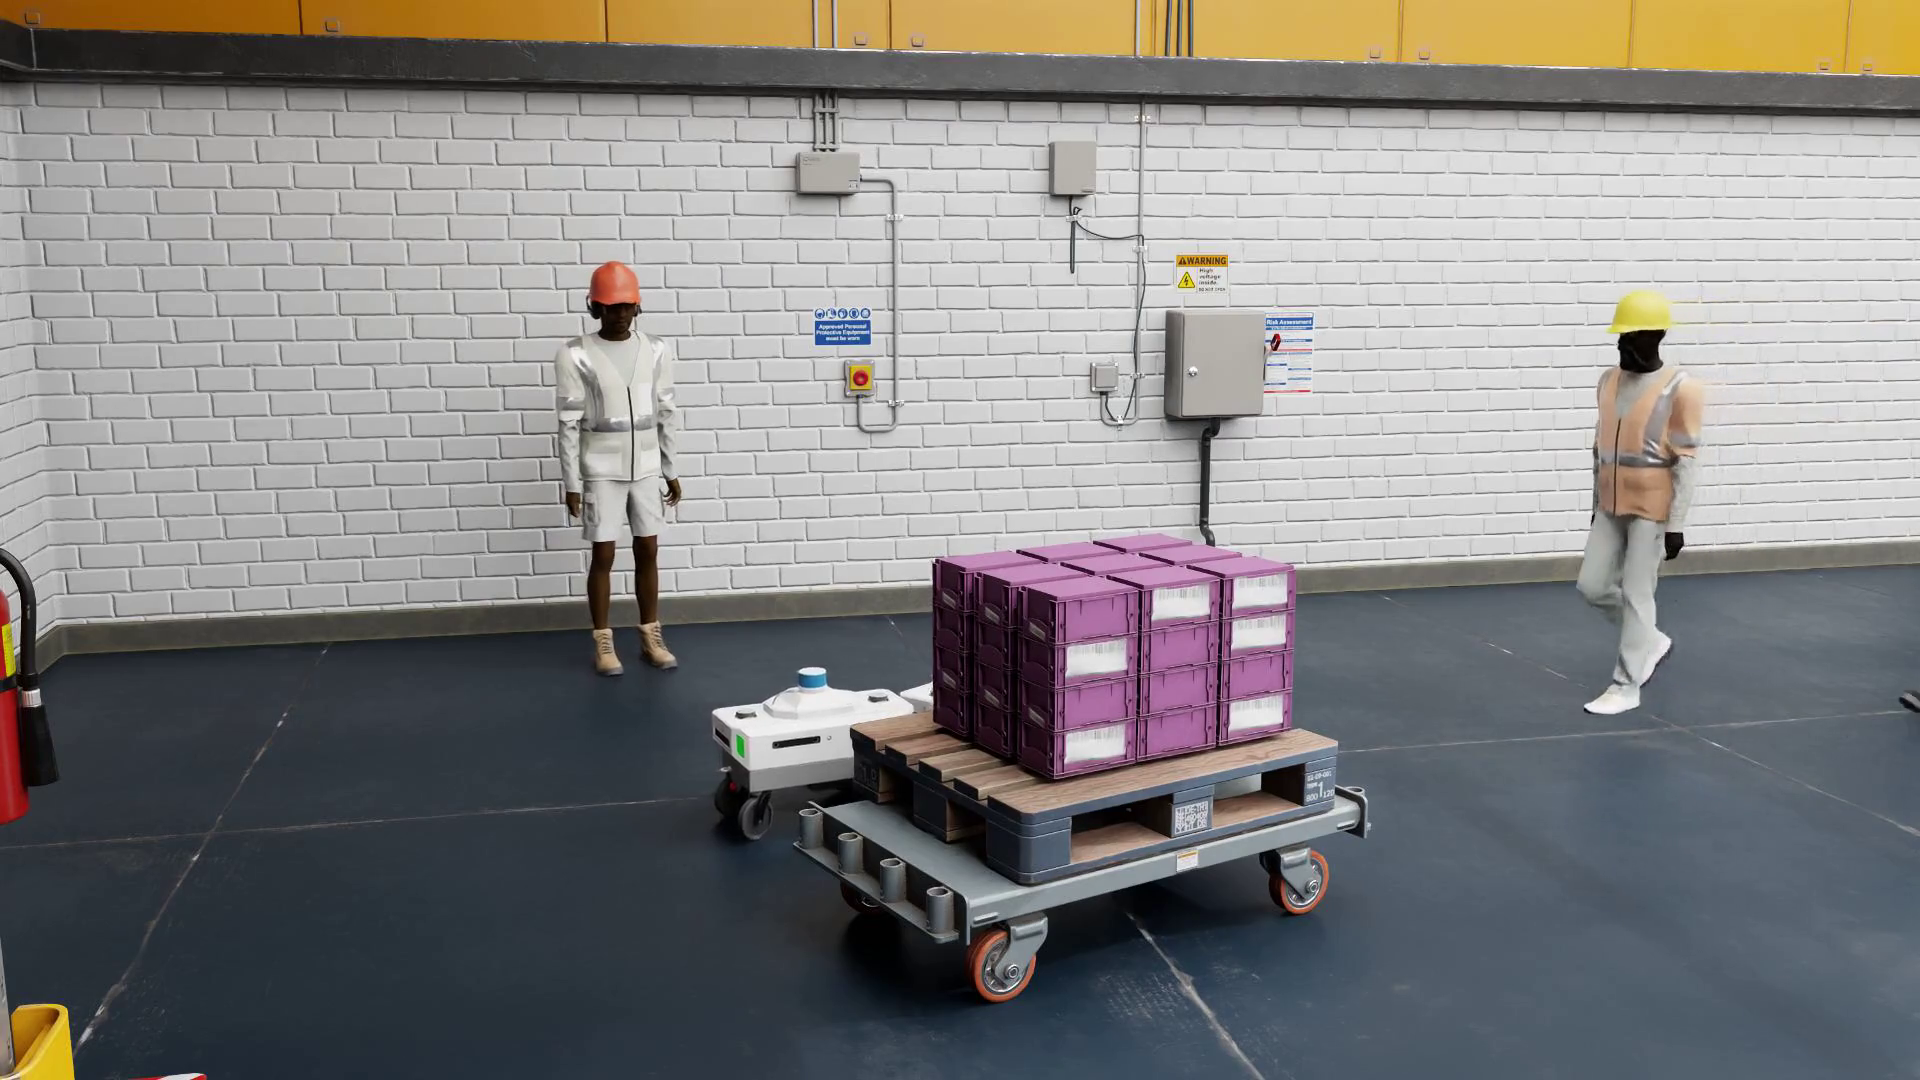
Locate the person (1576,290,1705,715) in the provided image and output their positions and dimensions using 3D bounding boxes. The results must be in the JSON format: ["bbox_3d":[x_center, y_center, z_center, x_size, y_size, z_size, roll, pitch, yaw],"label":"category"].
[{"bbox_3d":[3.067,-0.162,7.480,0.493,1.912,0.603,-4,11,-23],"label":"person"}]

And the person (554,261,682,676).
[{"bbox_3d":[-1.655,-0.336,8.147,0.611,2.030,0.412,-7,12,-34],"label":"person"}]

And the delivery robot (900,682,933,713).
[{"bbox_3d":[0.093,0.646,6.507,0.477,0.478,0.707,8,13,39],"label":"delivery robot"}]

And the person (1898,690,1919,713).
[{"bbox_3d":[4.631,-0.048,7.202,0.914,1.781,0.616,-2,10,-10],"label":"person"}]

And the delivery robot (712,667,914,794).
[{"bbox_3d":[-0.542,0.714,6.132,0.707,0.478,0.477,-5,11,-24],"label":"delivery robot"}]
